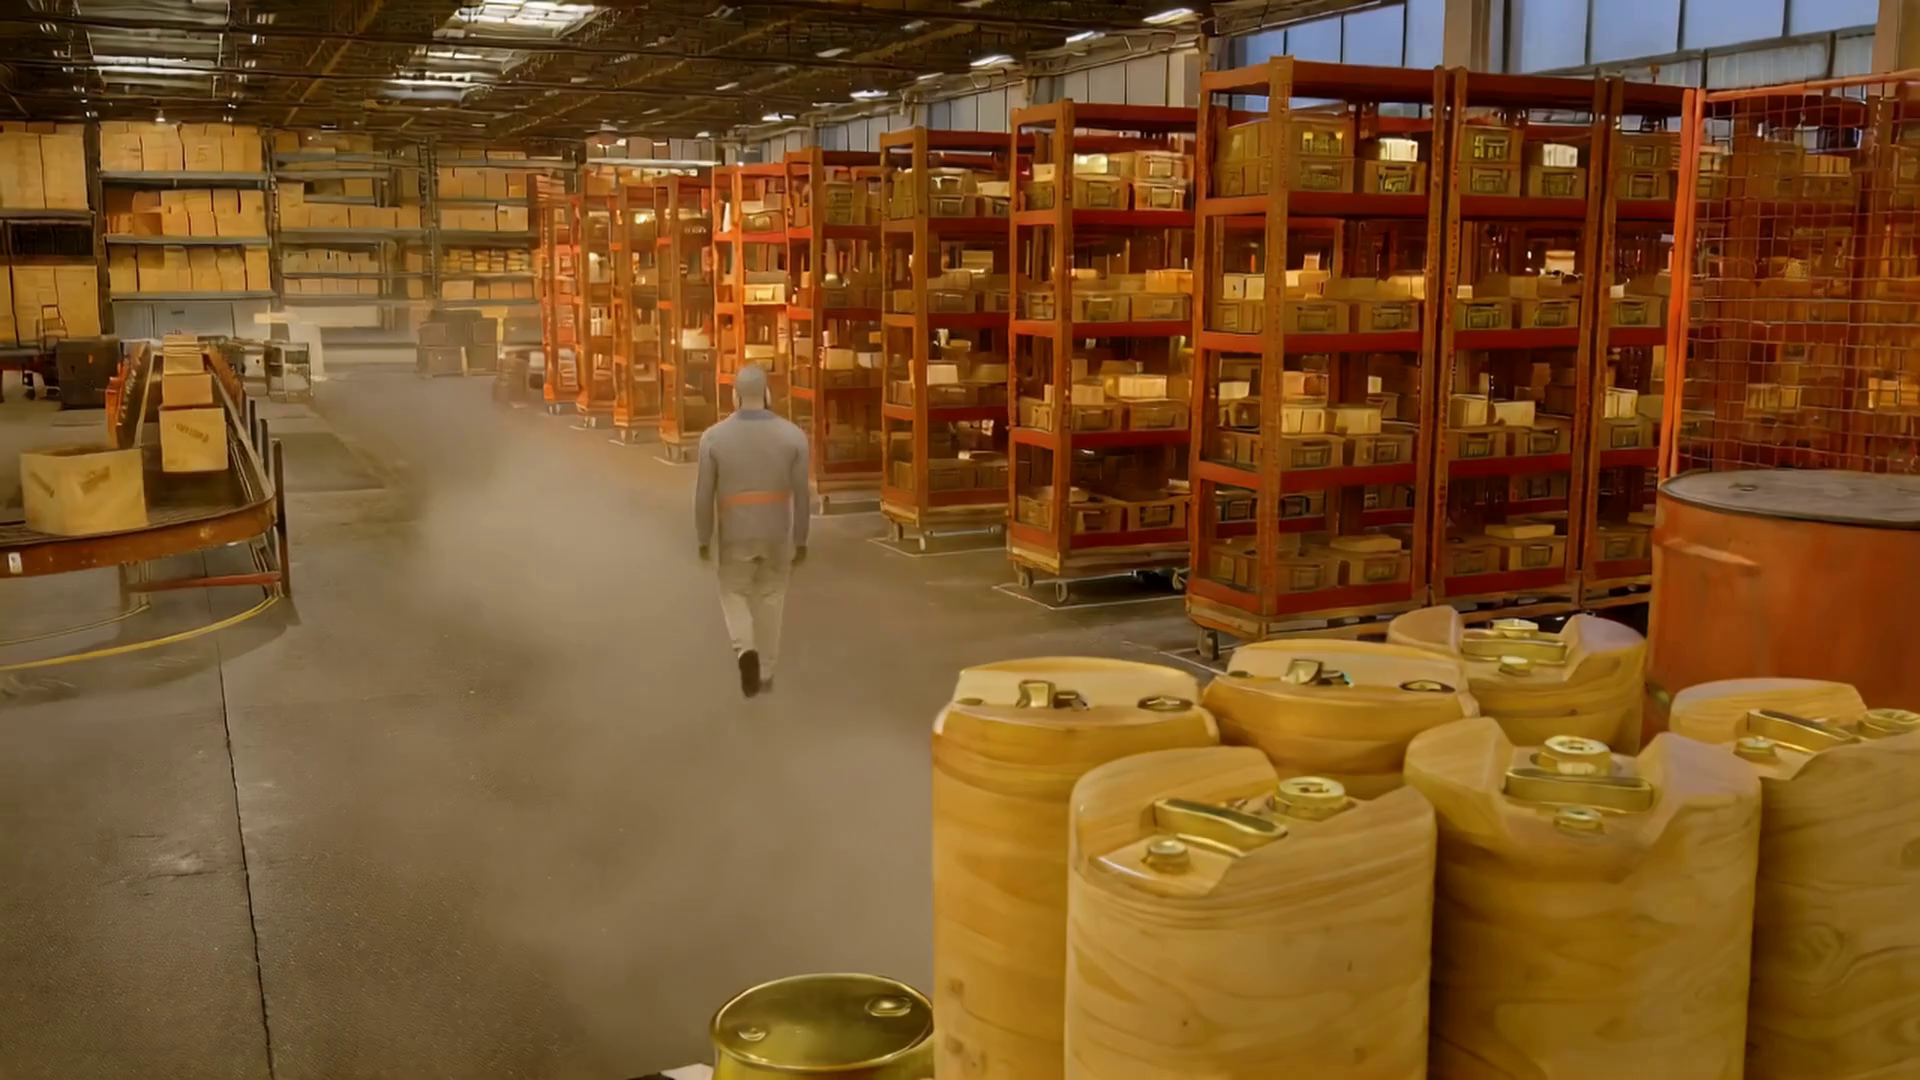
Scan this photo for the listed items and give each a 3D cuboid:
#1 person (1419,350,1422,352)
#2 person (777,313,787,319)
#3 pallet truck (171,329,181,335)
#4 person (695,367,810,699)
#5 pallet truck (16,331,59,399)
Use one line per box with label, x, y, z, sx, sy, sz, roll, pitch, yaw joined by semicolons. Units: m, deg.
person;5.433;-1.724;20.086;0.591;1.803;0.892;-2;9;-13
person;-4.722;-5.954;45.843;0.651;1.971;0.485;0;9;1
pallet truck;-17.275;-3.851;35.096;1.601;1.201;0.680;0;9;1
person;-1.157;-0.031;9.387;0.643;1.884;0.734;-2;9;-14
pallet truck;-17.082;-3.353;31.781;1.630;1.274;0.653;-4;10;-25
